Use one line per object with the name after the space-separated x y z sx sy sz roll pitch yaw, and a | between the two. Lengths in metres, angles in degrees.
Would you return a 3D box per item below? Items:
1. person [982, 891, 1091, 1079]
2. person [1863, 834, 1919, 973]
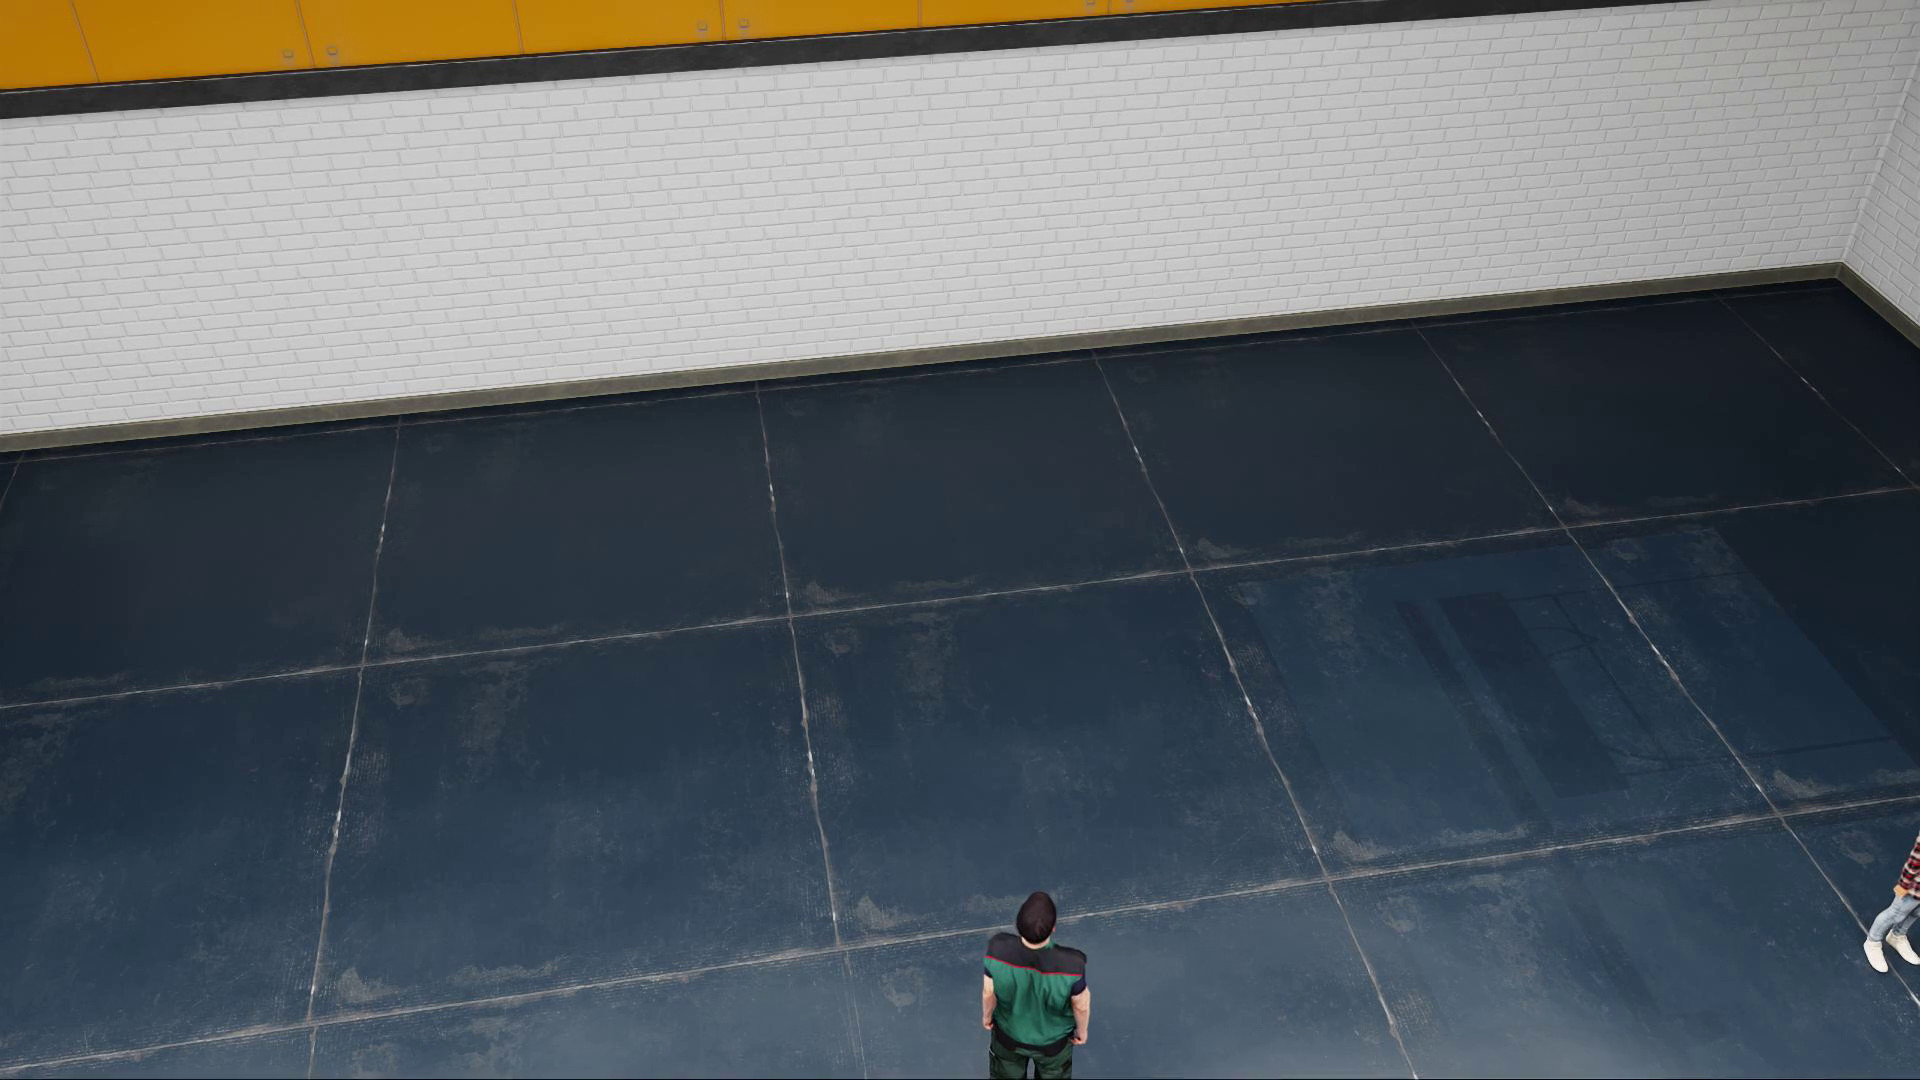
0.360 2.400 8.208 0.754 1.901 0.705 7 39 9 | person
5.419 1.890 9.324 0.543 1.305 0.524 -9 40 -11 | person
